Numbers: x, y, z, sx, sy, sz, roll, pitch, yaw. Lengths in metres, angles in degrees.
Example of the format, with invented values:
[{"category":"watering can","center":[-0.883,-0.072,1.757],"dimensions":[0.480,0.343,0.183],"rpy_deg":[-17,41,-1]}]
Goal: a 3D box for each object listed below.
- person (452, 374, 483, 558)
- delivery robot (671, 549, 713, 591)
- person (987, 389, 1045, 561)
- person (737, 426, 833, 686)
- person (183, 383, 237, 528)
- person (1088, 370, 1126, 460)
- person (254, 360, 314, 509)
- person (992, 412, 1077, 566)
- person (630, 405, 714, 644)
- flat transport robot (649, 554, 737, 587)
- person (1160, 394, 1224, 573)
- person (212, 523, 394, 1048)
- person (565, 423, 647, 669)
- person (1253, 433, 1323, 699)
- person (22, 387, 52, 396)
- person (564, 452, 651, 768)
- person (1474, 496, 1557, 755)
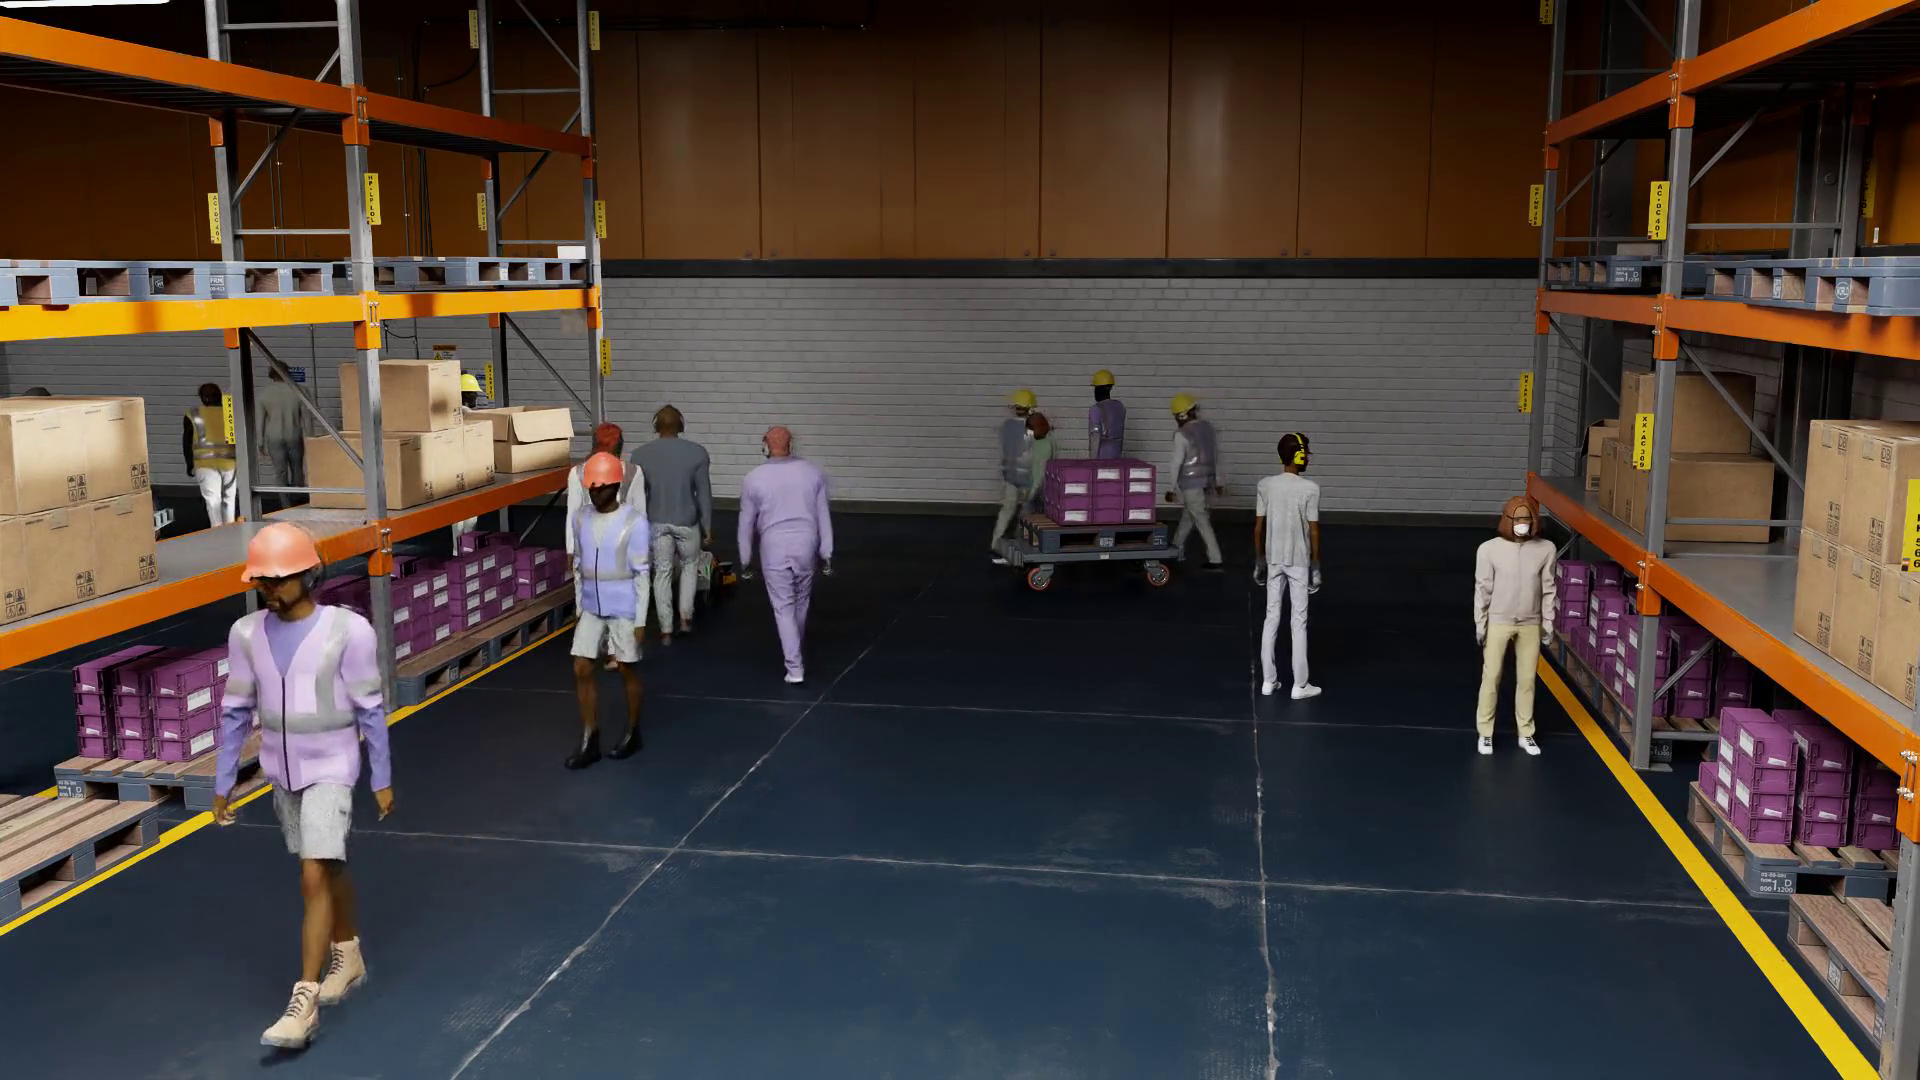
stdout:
[{"category":"person","center":[-5.106,-0.756,17.260],"dimensions":[0.373,1.925,0.595],"rpy_deg":[-9,13,-43]},{"category":"delivery robot","center":[-2.401,0.258,14.939],"dimensions":[0.477,0.478,0.707],"rpy_deg":[-1,9,-6]},{"category":"person","center":[0.610,-0.640,16.977],"dimensions":[0.598,1.799,0.915],"rpy_deg":[7,12,38]},{"category":"person","center":[-1.315,0.093,12.244],"dimensions":[0.669,1.850,1.018],"rpy_deg":[-4,10,-22]},{"category":"person","center":[-8.071,-0.809,18.061],"dimensions":[0.607,1.791,0.946],"rpy_deg":[-7,12,-37]},{"category":"person","center":[1.551,-0.880,18.021],"dimensions":[0.371,1.925,0.595],"rpy_deg":[7,12,38]},{"category":"person","center":[-8.179,-1.220,20.139],"dimensions":[0.663,1.918,0.583],"rpy_deg":[-5,10,-28]},{"category":"person","center":[0.793,-0.502,16.766],"dimensions":[0.870,1.586,0.490],"rpy_deg":[-4,10,-24]},{"category":"person","center":[-2.322,-0.136,13.459],"dimensions":[0.668,1.916,0.621],"rpy_deg":[-1,9,-5]},{"category":"flat transport robot","center":[-2.900,0.290,15.904],"dimensions":[1.431,0.197,0.652],"rpy_deg":[6,11,31]},{"category":"person","center":[2.299,-0.571,16.613],"dimensions":[0.928,1.760,0.641],"rpy_deg":[8,12,39]},{"category":"person","center":[-2.638,0.947,6.495],"dimensions":[0.647,2.006,0.930],"rpy_deg":[2,9,14]},{"category":"person","center":[-2.693,0.034,12.661],"dimensions":[0.617,1.829,1.010],"rpy_deg":[-1,9,-8]},{"category":"person","center":[2.306,0.181,11.685],"dimensions":[0.521,1.864,0.336],"rpy_deg":[7,12,38]},{"category":"person","center":[-7.585,-0.258,13.840],"dimensions":[0.682,2.000,0.537],"rpy_deg":[3,10,16]},{"category":"person","center":[-2.147,0.431,9.982],"dimensions":[0.584,1.909,0.759],"rpy_deg":[3,10,20]},{"category":"person","center":[3.414,0.531,10.264],"dimensions":[0.496,1.626,0.284],"rpy_deg":[0,9,-1]}]
